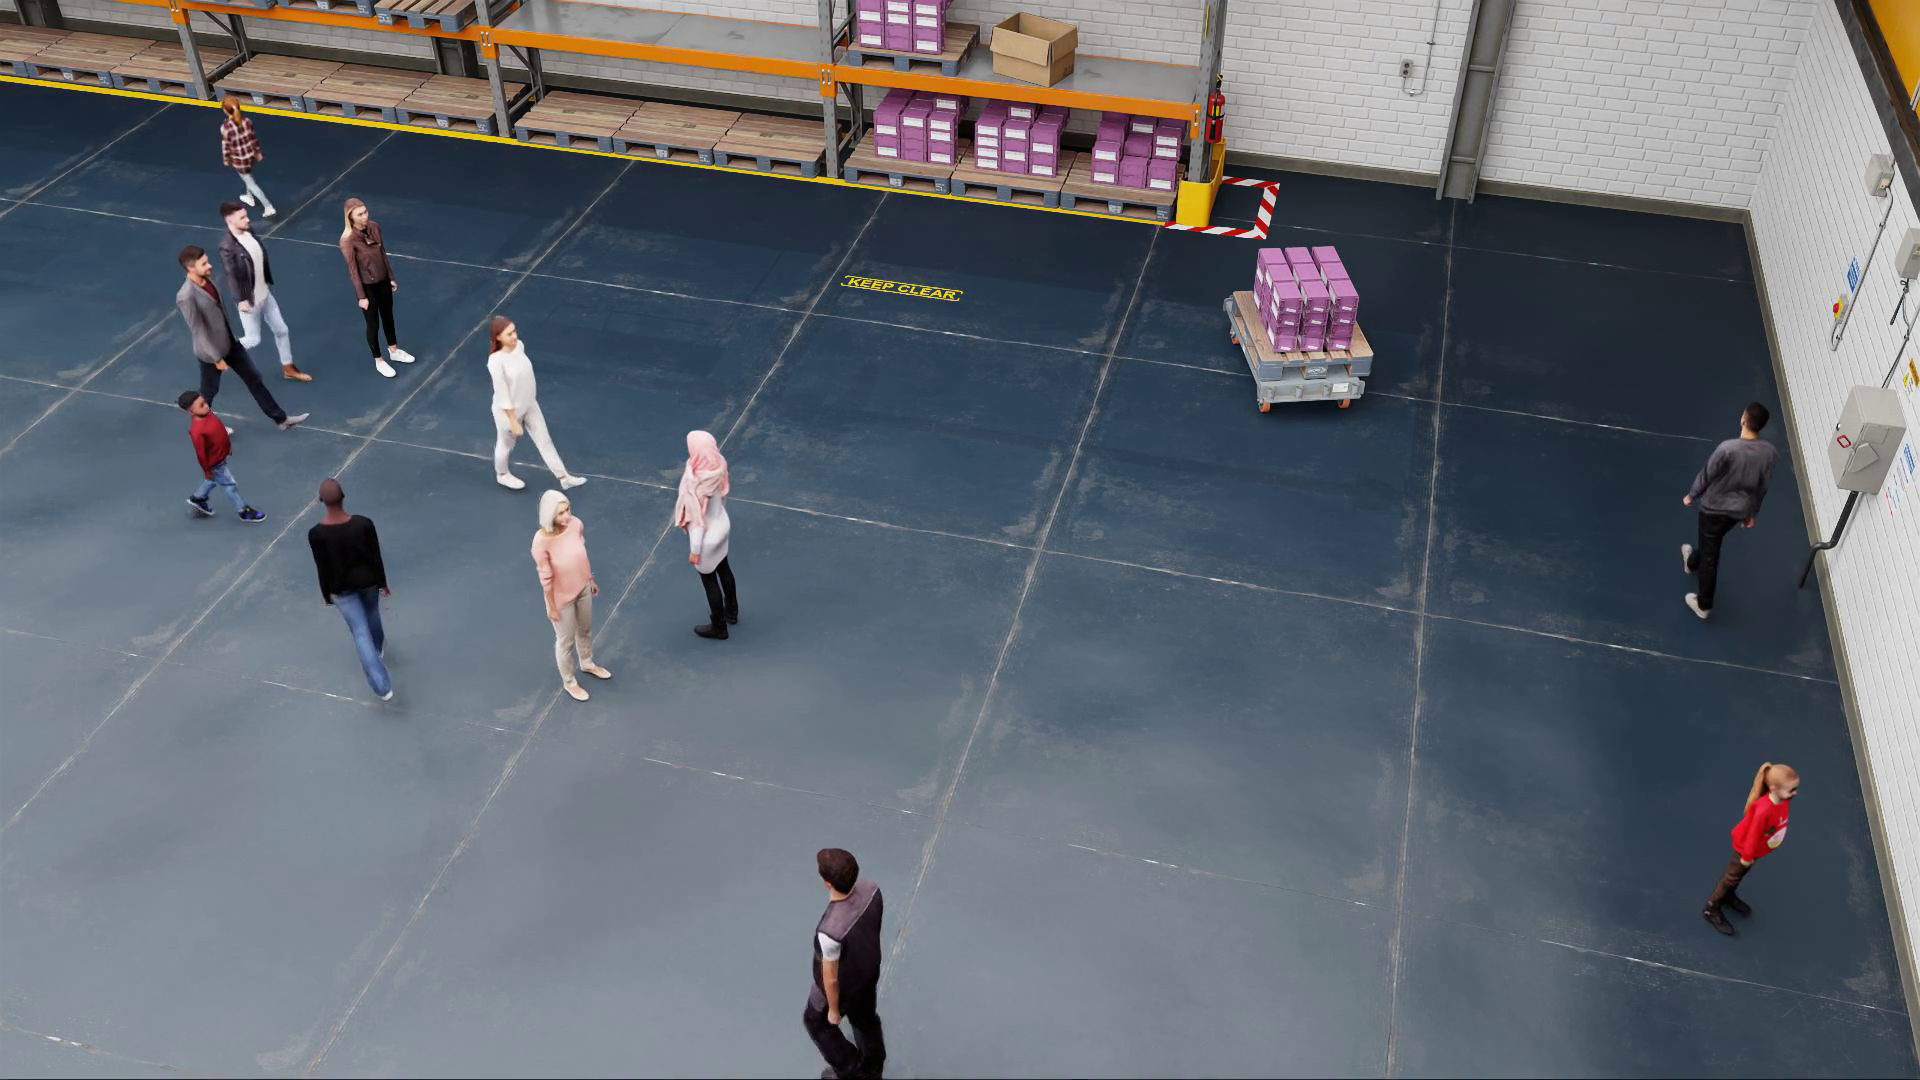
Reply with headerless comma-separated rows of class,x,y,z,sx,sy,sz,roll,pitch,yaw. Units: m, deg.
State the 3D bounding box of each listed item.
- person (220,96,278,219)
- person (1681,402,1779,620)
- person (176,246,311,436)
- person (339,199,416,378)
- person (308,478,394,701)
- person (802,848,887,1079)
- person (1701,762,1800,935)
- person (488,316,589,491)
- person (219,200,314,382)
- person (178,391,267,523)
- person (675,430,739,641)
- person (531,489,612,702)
person,-7.462,-3.989,17.392,0.959,1.289,0.681,20,43,23
person,5.665,-0.174,12.263,1.030,1.729,0.888,-3,39,-3
person,-6.331,-1.612,13.993,1.240,1.817,0.858,3,39,4
person,-5.277,-2.294,14.937,0.566,1.704,0.640,17,42,20
person,-4.209,0.367,11.597,1.120,1.715,1.133,-17,42,-20
person,-0.513,2.394,8.965,0.738,1.832,0.752,20,43,23
person,4.816,1.840,10.100,0.607,1.281,0.575,32,48,33
person,-3.667,-1.075,13.458,1.078,1.645,0.707,14,41,17
person,-6.318,-2.161,14.689,1.053,1.807,0.726,3,39,4
person,-6.015,-0.666,13.271,0.895,1.240,0.690,-4,39,-5
person,-1.807,-0.042,12.038,0.631,1.804,0.657,15,41,18
person,-2.743,0.347,11.614,0.608,1.725,0.655,20,43,23
